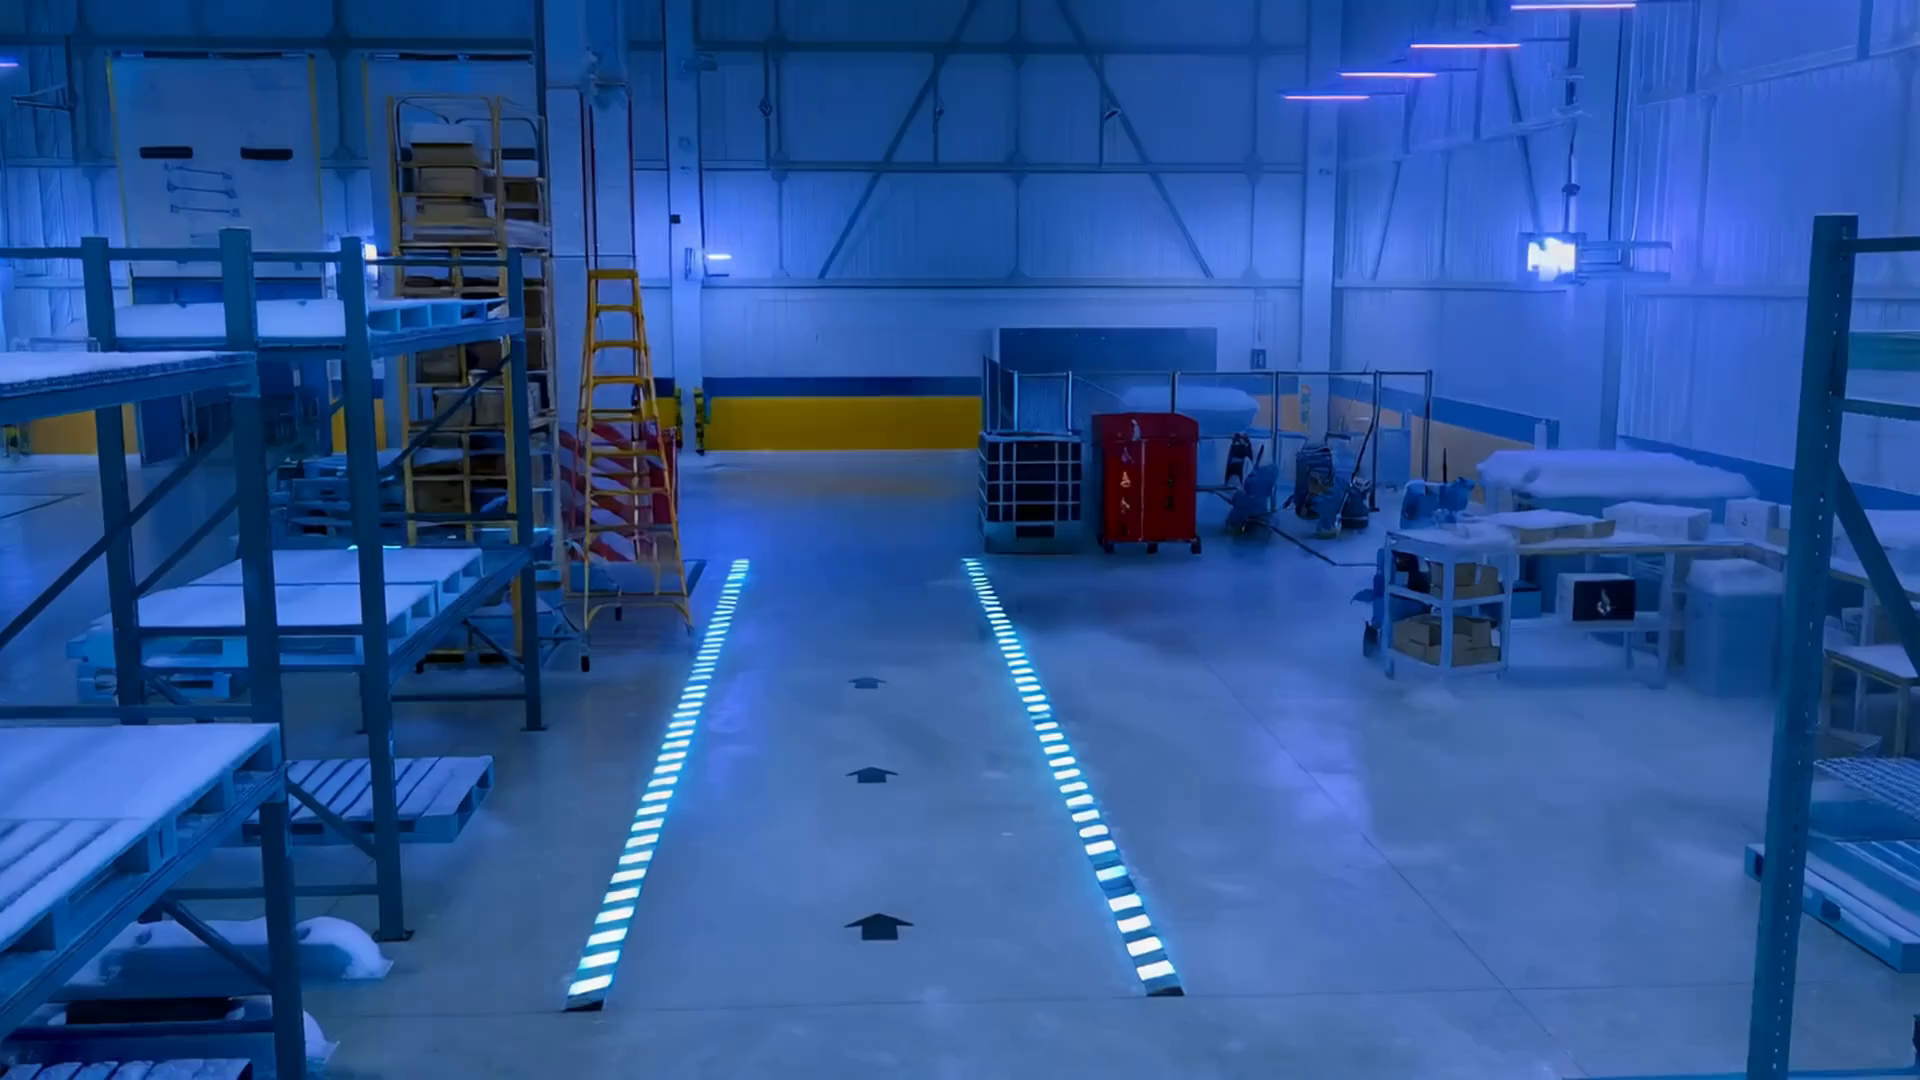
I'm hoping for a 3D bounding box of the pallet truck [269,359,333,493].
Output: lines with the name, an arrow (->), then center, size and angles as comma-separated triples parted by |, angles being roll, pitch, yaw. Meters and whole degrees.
pallet truck -> -7.062, -1.131, 18.996 | 1.885, 1.965, 0.823 | 2, 9, 13
